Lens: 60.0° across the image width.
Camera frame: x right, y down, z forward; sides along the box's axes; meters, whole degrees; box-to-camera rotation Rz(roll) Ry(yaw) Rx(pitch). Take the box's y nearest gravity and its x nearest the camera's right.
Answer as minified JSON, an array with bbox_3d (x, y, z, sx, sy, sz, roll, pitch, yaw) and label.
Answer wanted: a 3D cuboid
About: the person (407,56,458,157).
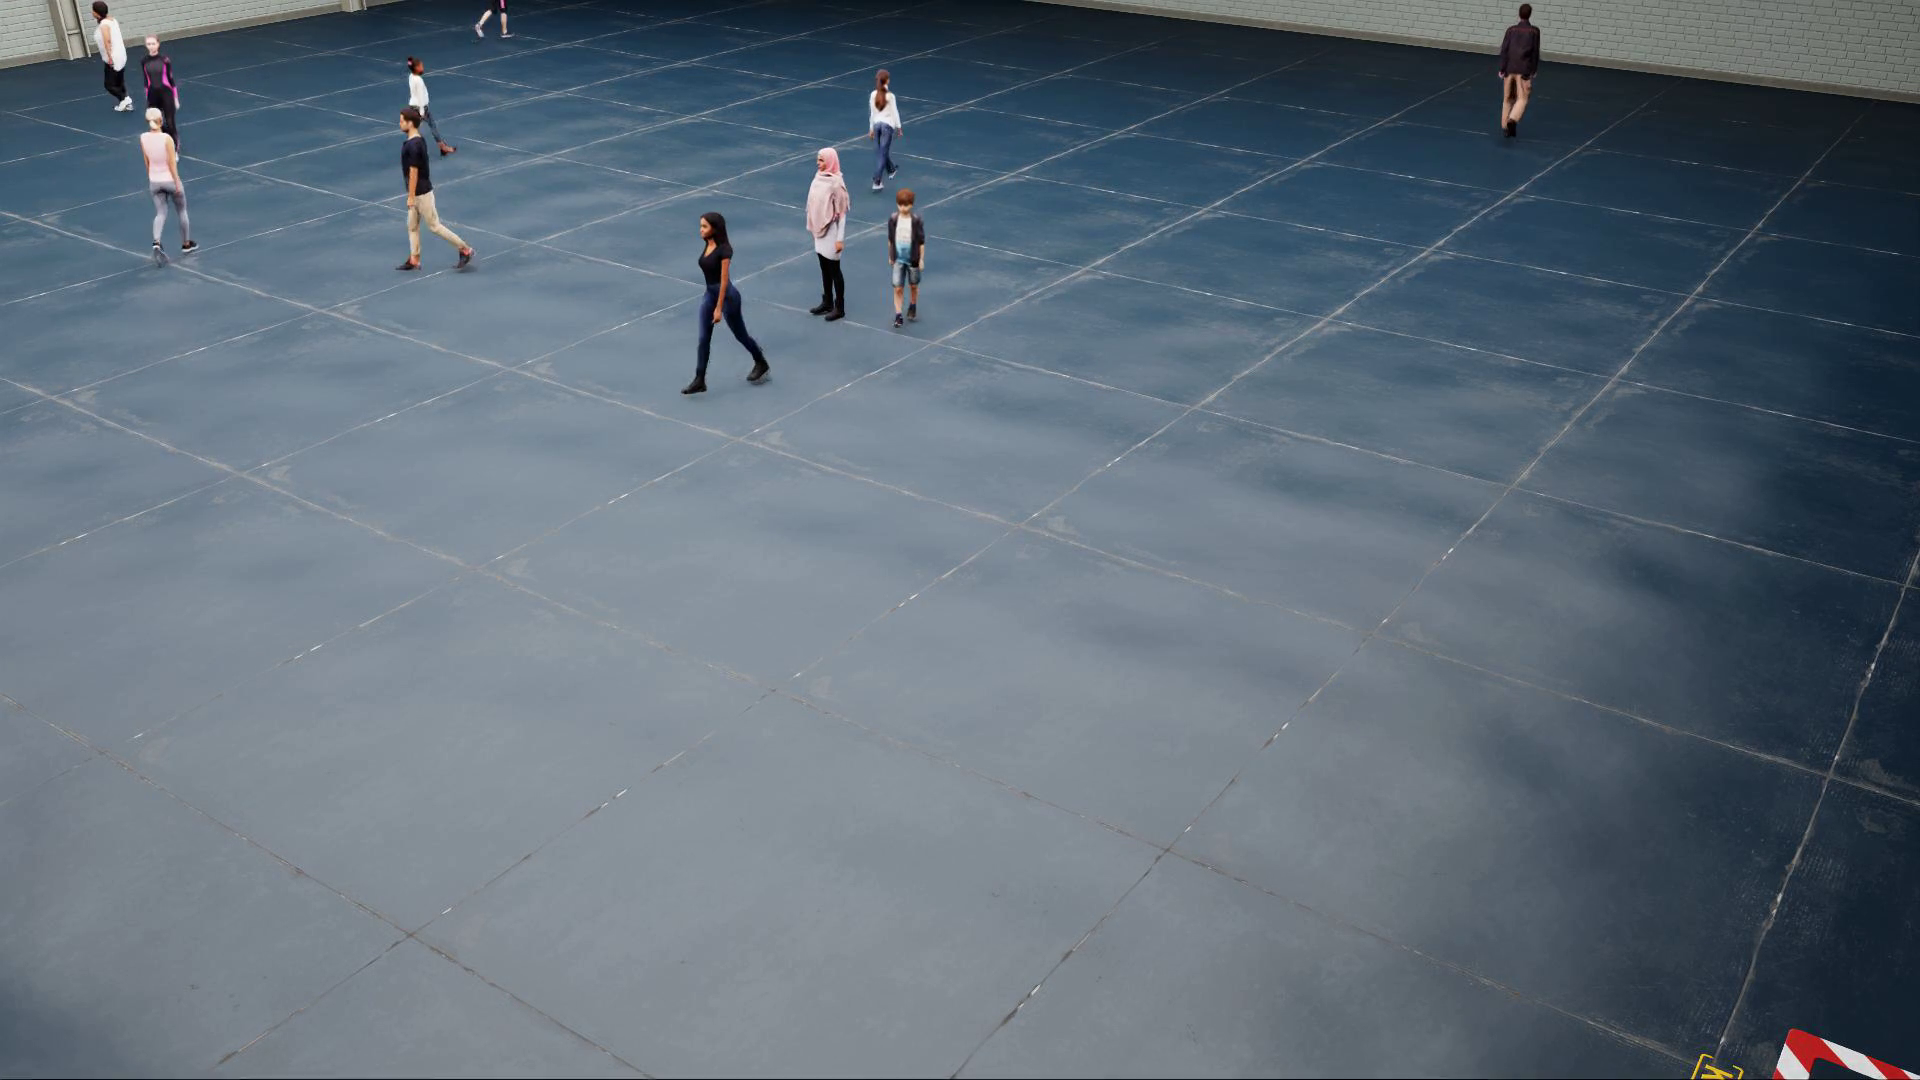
[{"bbox_3d":[-7.626,-6.027,23.278,0.928,1.429,0.657,-23,35,-37],"label":"person"}]

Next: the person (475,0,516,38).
[{"bbox_3d":[-8.796,-10.274,31.171,1.099,1.755,0.758,-24,36,-39],"label":"person"}]

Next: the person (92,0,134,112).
[{"bbox_3d":[-13.158,-7.526,25.921,0.824,1.674,0.754,-3,27,-6],"label":"person"}]

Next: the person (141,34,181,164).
[{"bbox_3d":[-11.140,-6.187,23.247,0.790,1.742,0.851,-4,28,-8],"label":"person"}]

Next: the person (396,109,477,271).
[{"bbox_3d":[-5.964,-3.897,18.708,1.217,1.826,1.080,-8,28,-16],"label":"person"}]

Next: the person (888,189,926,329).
[{"bbox_3d":[-0.537,-2.939,17.301,0.821,1.410,1.015,3,27,7],"label":"person"}]

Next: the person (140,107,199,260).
[{"bbox_3d":[-9.239,-4.097,19.233,0.884,1.700,1.062,1,27,2],"label":"person"}]

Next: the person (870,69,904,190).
[{"bbox_3d":[-1.040,-5.367,21.914,0.659,1.505,1.123,12,30,22],"label":"person"}]

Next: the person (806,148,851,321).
[{"bbox_3d":[-1.366,-3.200,17.393,0.697,1.792,0.703,-18,32,-31],"label":"person"}]

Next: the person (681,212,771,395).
[{"bbox_3d":[-2.144,-2.214,15.586,1.218,1.691,0.742,-23,35,-37],"label":"person"}]

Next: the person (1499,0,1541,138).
[{"bbox_3d":[8.139,-6.809,24.274,0.784,1.909,0.985,13,30,23],"label":"person"}]
